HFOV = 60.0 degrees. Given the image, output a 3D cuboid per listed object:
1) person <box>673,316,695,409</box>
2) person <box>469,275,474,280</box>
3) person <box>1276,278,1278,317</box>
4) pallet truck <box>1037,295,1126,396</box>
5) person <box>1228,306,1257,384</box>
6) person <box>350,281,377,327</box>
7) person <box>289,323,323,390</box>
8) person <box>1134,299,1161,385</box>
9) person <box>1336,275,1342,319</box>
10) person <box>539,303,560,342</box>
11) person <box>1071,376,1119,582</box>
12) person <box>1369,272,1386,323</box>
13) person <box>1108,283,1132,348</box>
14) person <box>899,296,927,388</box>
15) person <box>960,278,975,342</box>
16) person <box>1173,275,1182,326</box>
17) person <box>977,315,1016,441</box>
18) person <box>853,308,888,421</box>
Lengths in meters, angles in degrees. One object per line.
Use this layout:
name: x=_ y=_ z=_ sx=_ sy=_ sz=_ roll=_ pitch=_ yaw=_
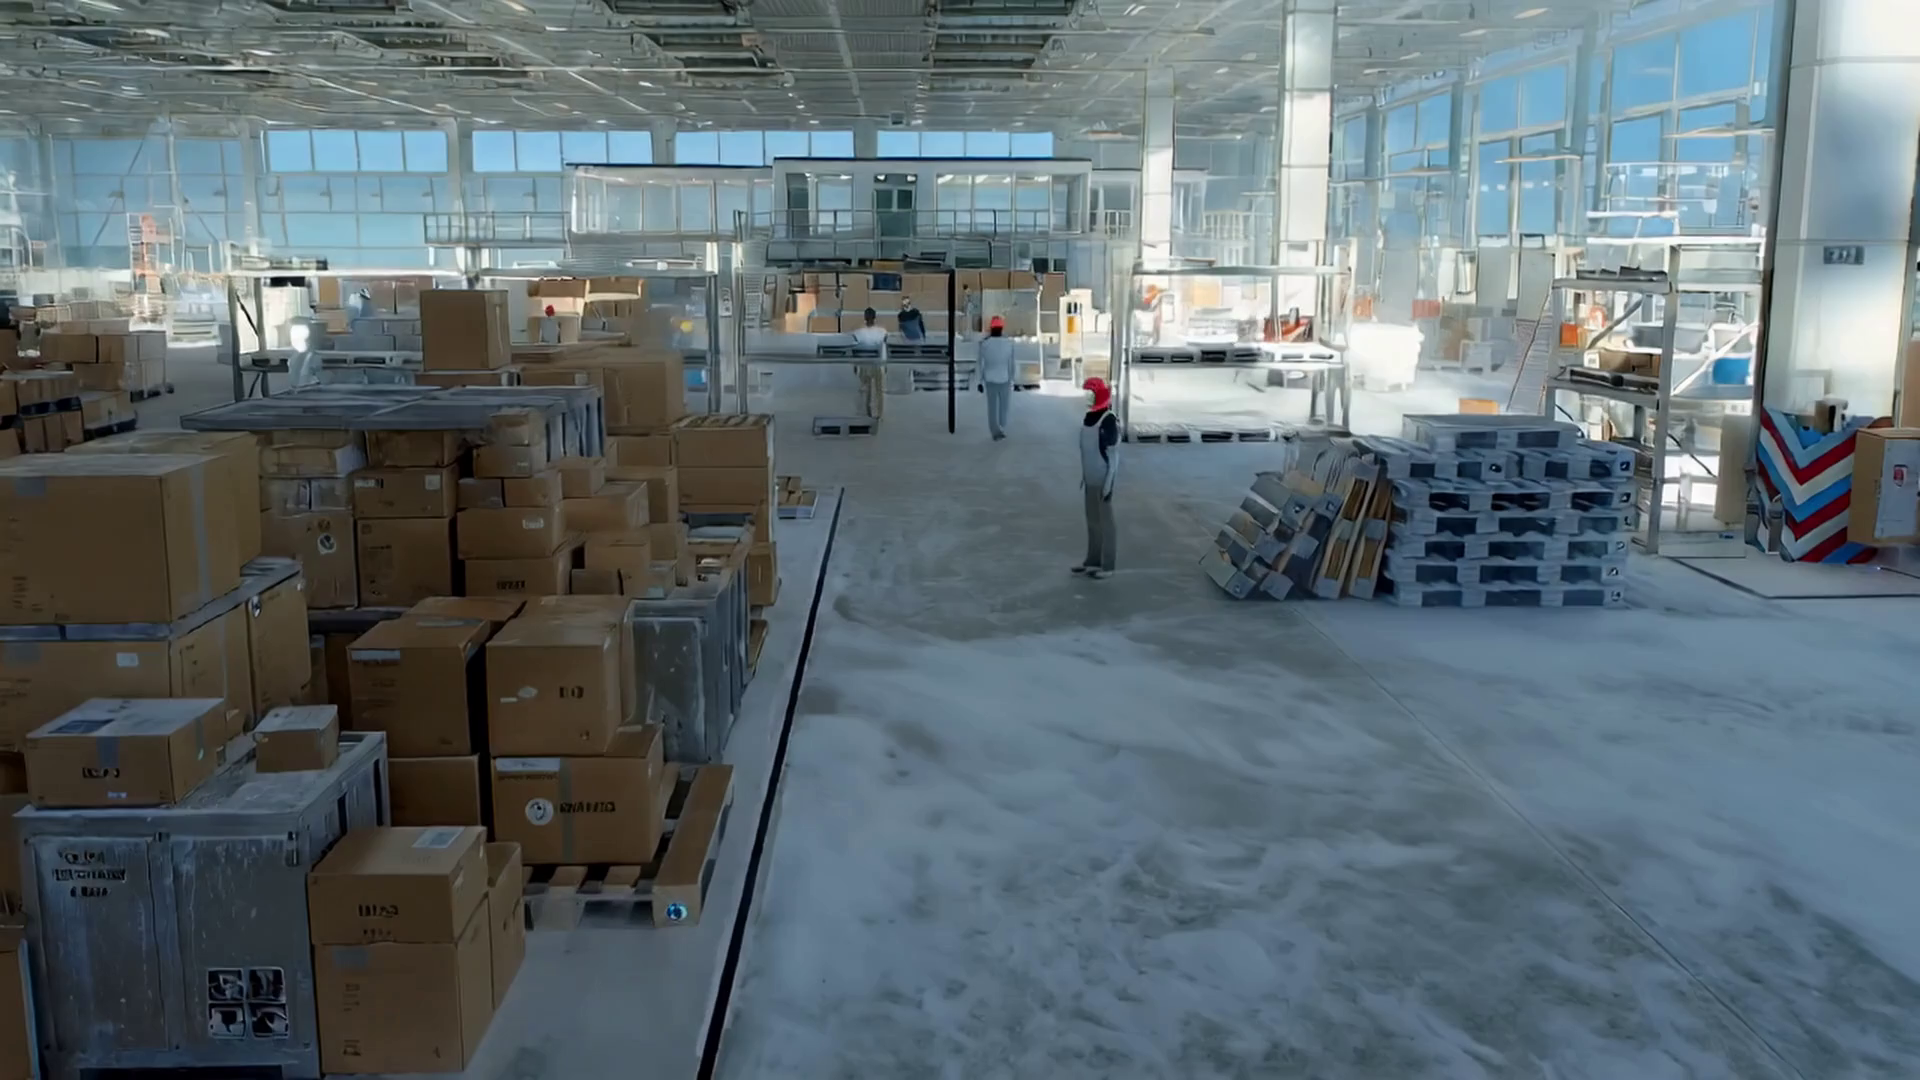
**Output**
person: x=-5.115 y=-3.208 z=30.133 sx=0.603 sy=1.696 sz=0.553 roll=3 pitch=11 yaw=17
person: x=-18.497 y=-9.231 z=63.313 sx=0.589 sy=1.844 sz=0.964 roll=1 pitch=10 yaw=8
person: x=13.020 y=-9.981 z=67.478 sx=0.633 sy=1.841 sz=0.429 roll=-1 pitch=10 yaw=-6
pallet truck: x=2.483 y=-3.881 z=33.060 sx=1.885 sy=1.965 sz=0.823 roll=-7 pitch=13 yaw=-36
person: x=6.082 y=-4.176 z=35.616 sx=0.548 sy=1.665 sz=0.716 roll=9 pitch=13 yaw=41
person: x=-15.511 y=-5.794 z=43.598 sx=0.896 sy=2.000 sz=0.699 roll=3 pitch=11 yaw=18
person: x=-8.645 y=-1.871 z=21.962 sx=0.603 sy=1.963 sz=0.368 roll=7 pitch=12 yaw=35
person: x=3.993 y=-4.252 z=35.658 sx=0.622 sy=1.815 sz=0.814 roll=0 pitch=10 yaw=-1
person: x=14.776 y=-9.633 z=65.129 sx=0.391 sy=1.989 sz=0.613 roll=0 pitch=10 yaw=2
person: x=-7.804 y=-3.587 z=31.802 sx=0.329 sy=1.865 sz=0.507 roll=7 pitch=12 yaw=35
person: x=1.229 y=-0.546 z=14.907 sx=0.325 sy=1.843 sz=0.517 roll=-5 pitch=11 yaw=-24
person: x=14.992 y=-8.639 z=59.699 sx=0.604 sy=1.949 sz=0.389 roll=7 pitch=12 yaw=33
person: x=4.584 y=-6.429 z=47.574 sx=0.627 sy=1.899 sz=1.025 roll=-4 pitch=11 yaw=-23
person: x=-0.929 y=-4.150 z=34.826 sx=0.688 sy=1.907 sz=0.647 roll=-9 pitch=13 yaw=-40
person: x=0.220 y=-6.933 z=50.261 sx=0.364 sy=1.928 sz=0.586 roll=5 pitch=11 yaw=26
person: x=7.875 y=-8.657 z=59.896 sx=0.392 sy=1.923 sz=0.541 roll=-2 pitch=10 yaw=-10
person: x=0.554 y=-2.458 z=25.347 sx=0.605 sy=1.916 sz=0.422 roll=1 pitch=10 yaw=8
person: x=-1.510 y=-2.966 z=28.186 sx=0.592 sy=1.919 sz=0.389 roll=-2 pitch=10 yaw=-10
